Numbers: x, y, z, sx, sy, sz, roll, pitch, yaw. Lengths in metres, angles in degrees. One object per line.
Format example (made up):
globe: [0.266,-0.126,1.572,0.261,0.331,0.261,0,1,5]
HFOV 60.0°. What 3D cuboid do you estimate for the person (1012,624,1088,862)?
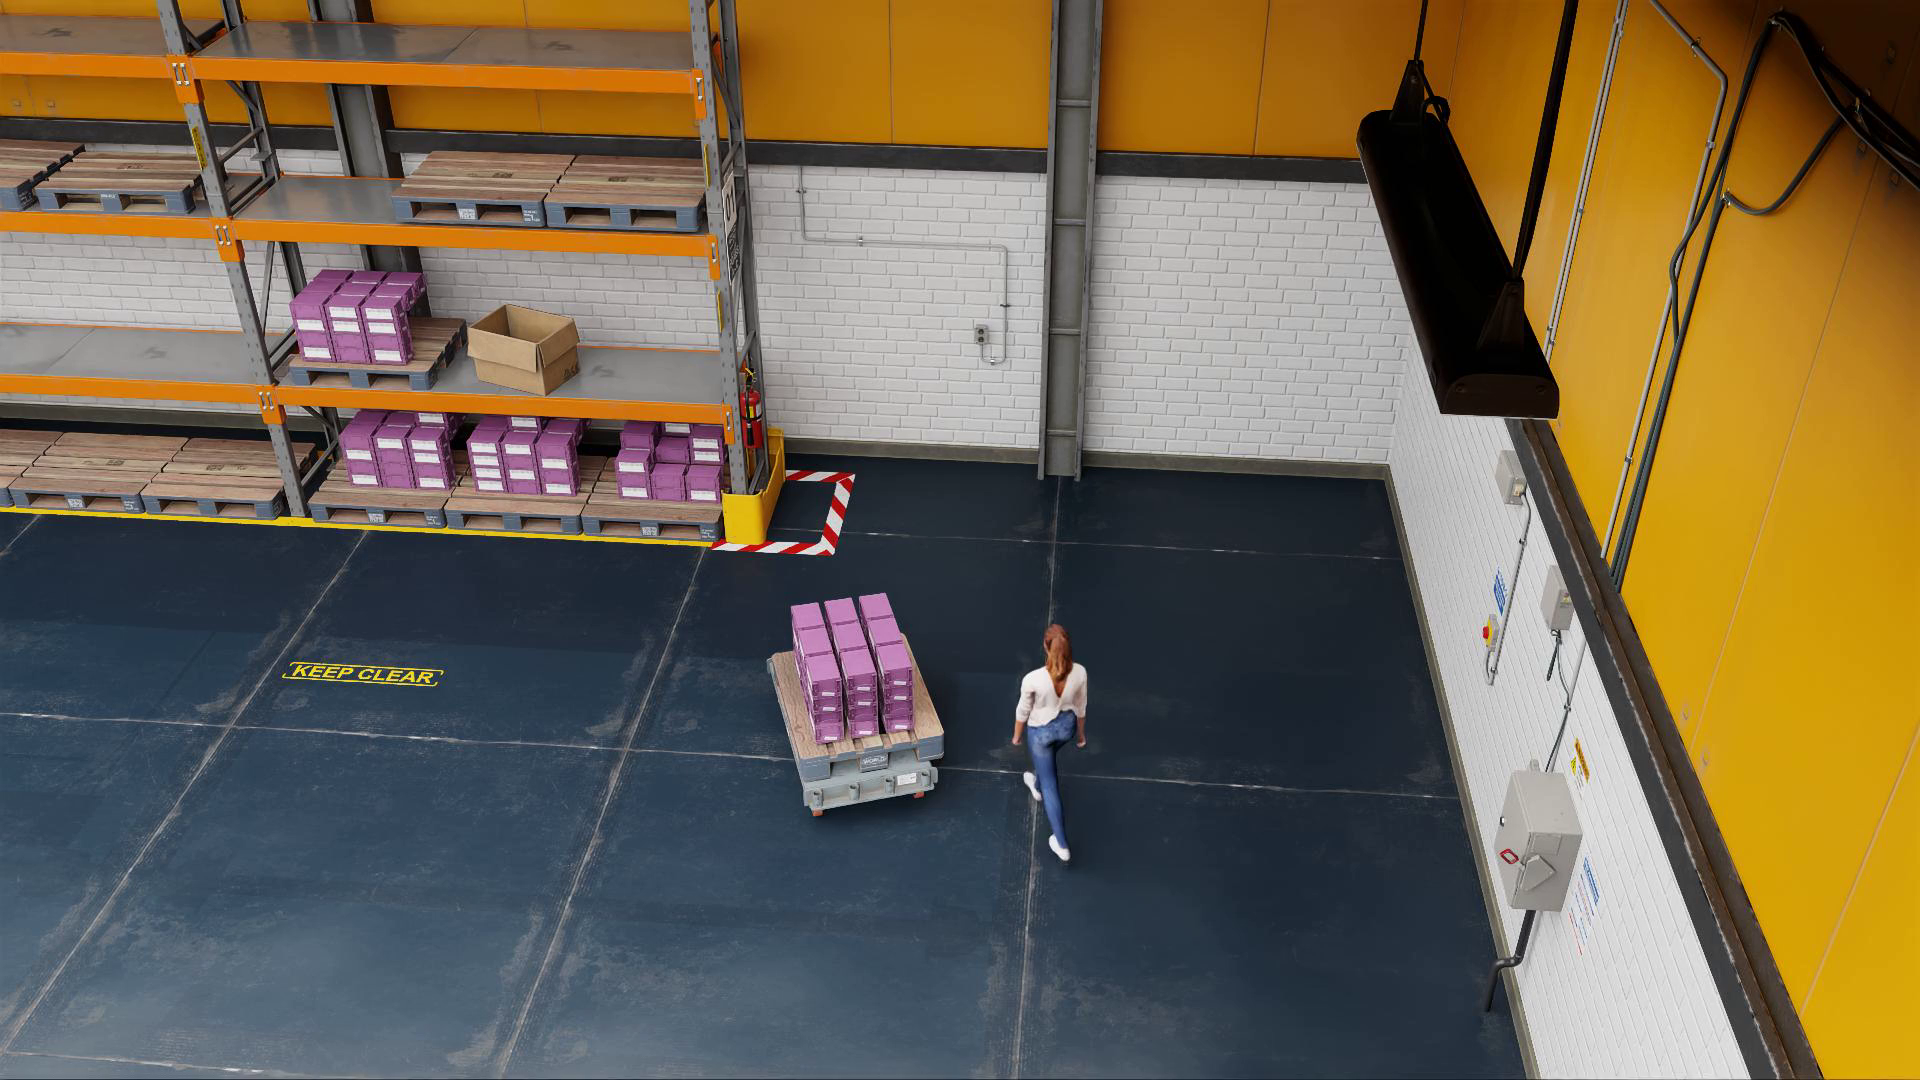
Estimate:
person: [0.623,1.340,10.900,1.146,1.674,1.011,-11,35,-16]
